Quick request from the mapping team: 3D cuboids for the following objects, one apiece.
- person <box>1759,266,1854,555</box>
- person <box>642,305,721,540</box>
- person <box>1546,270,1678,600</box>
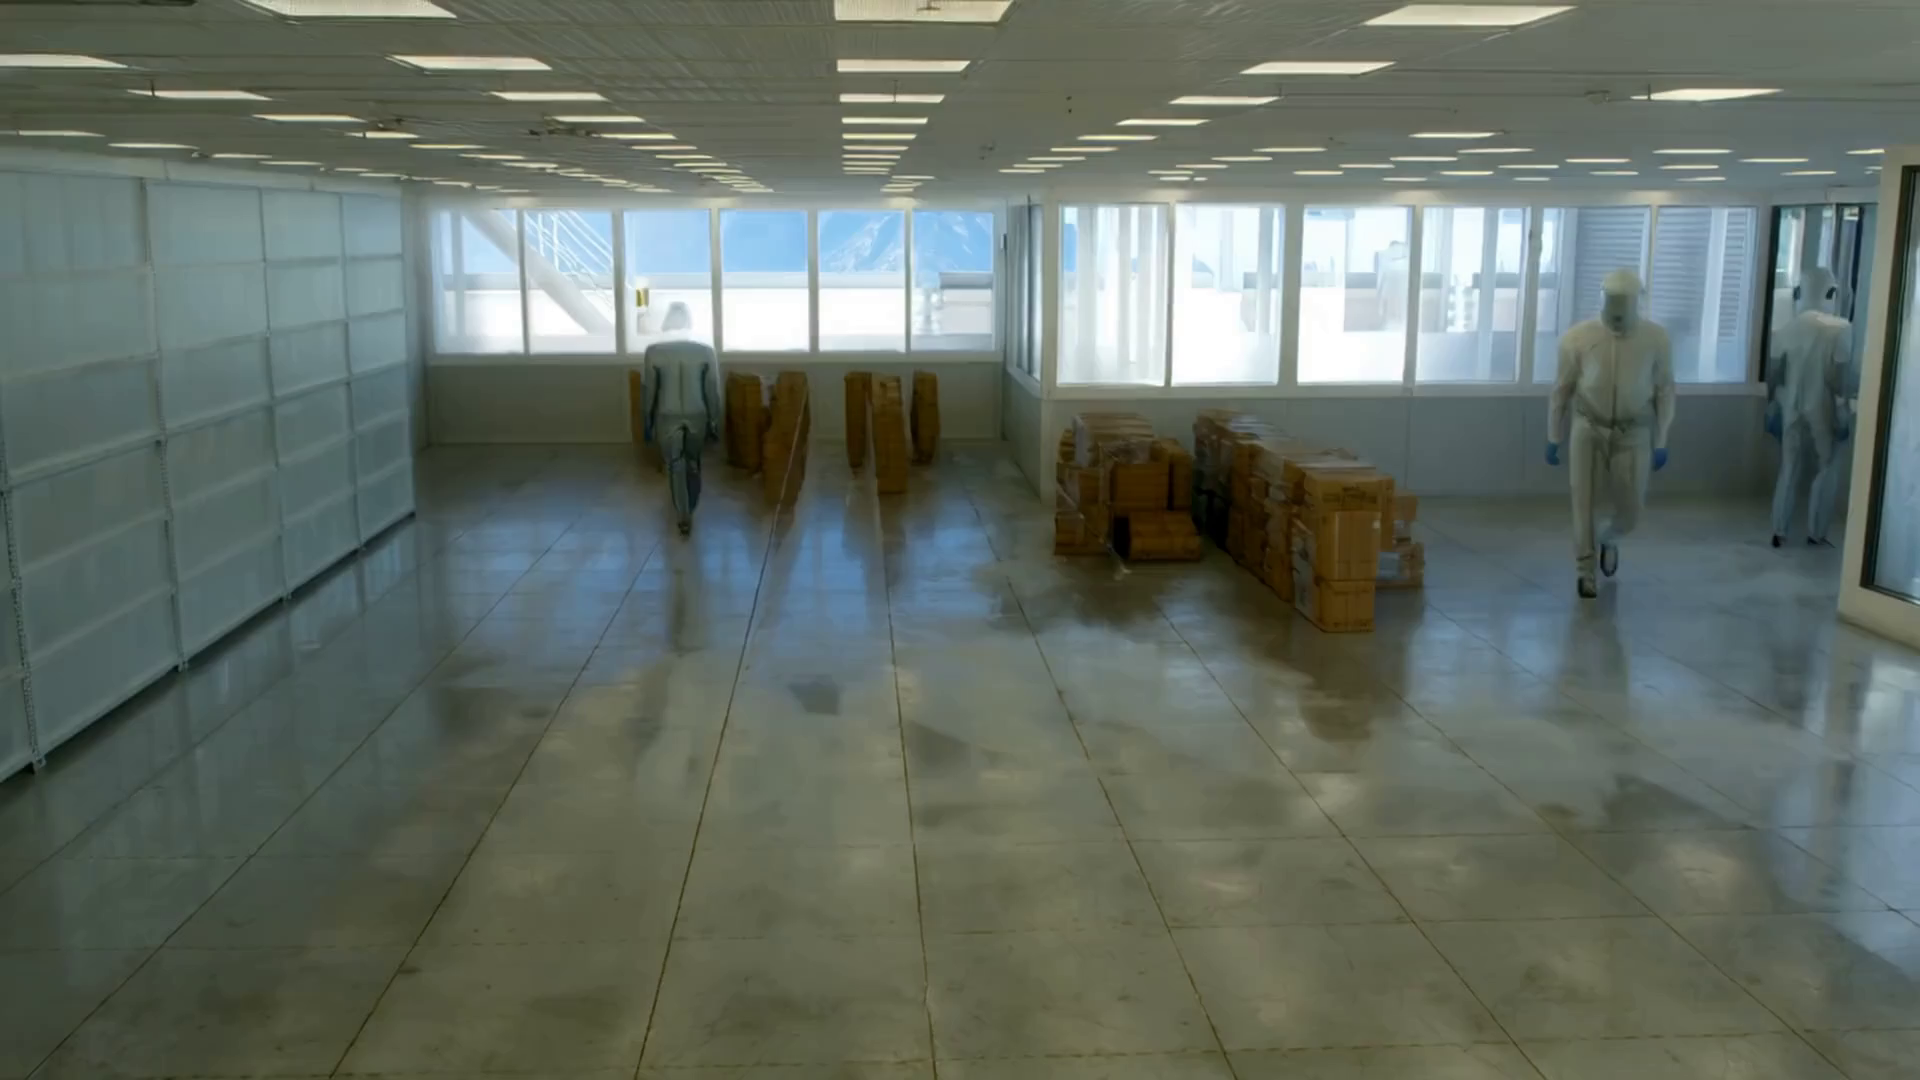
[{"bbox_3d":[5.527,-0.840,10.847,0.539,1.876,0.349,9,14,40],"label":"person"},{"bbox_3d":[-1.926,-0.824,11.482,0.515,1.582,0.847,-3,11,-16],"label":"person"},{"bbox_3d":[3.767,-0.625,9.651,0.674,1.883,0.721,3,11,16],"label":"person"}]
